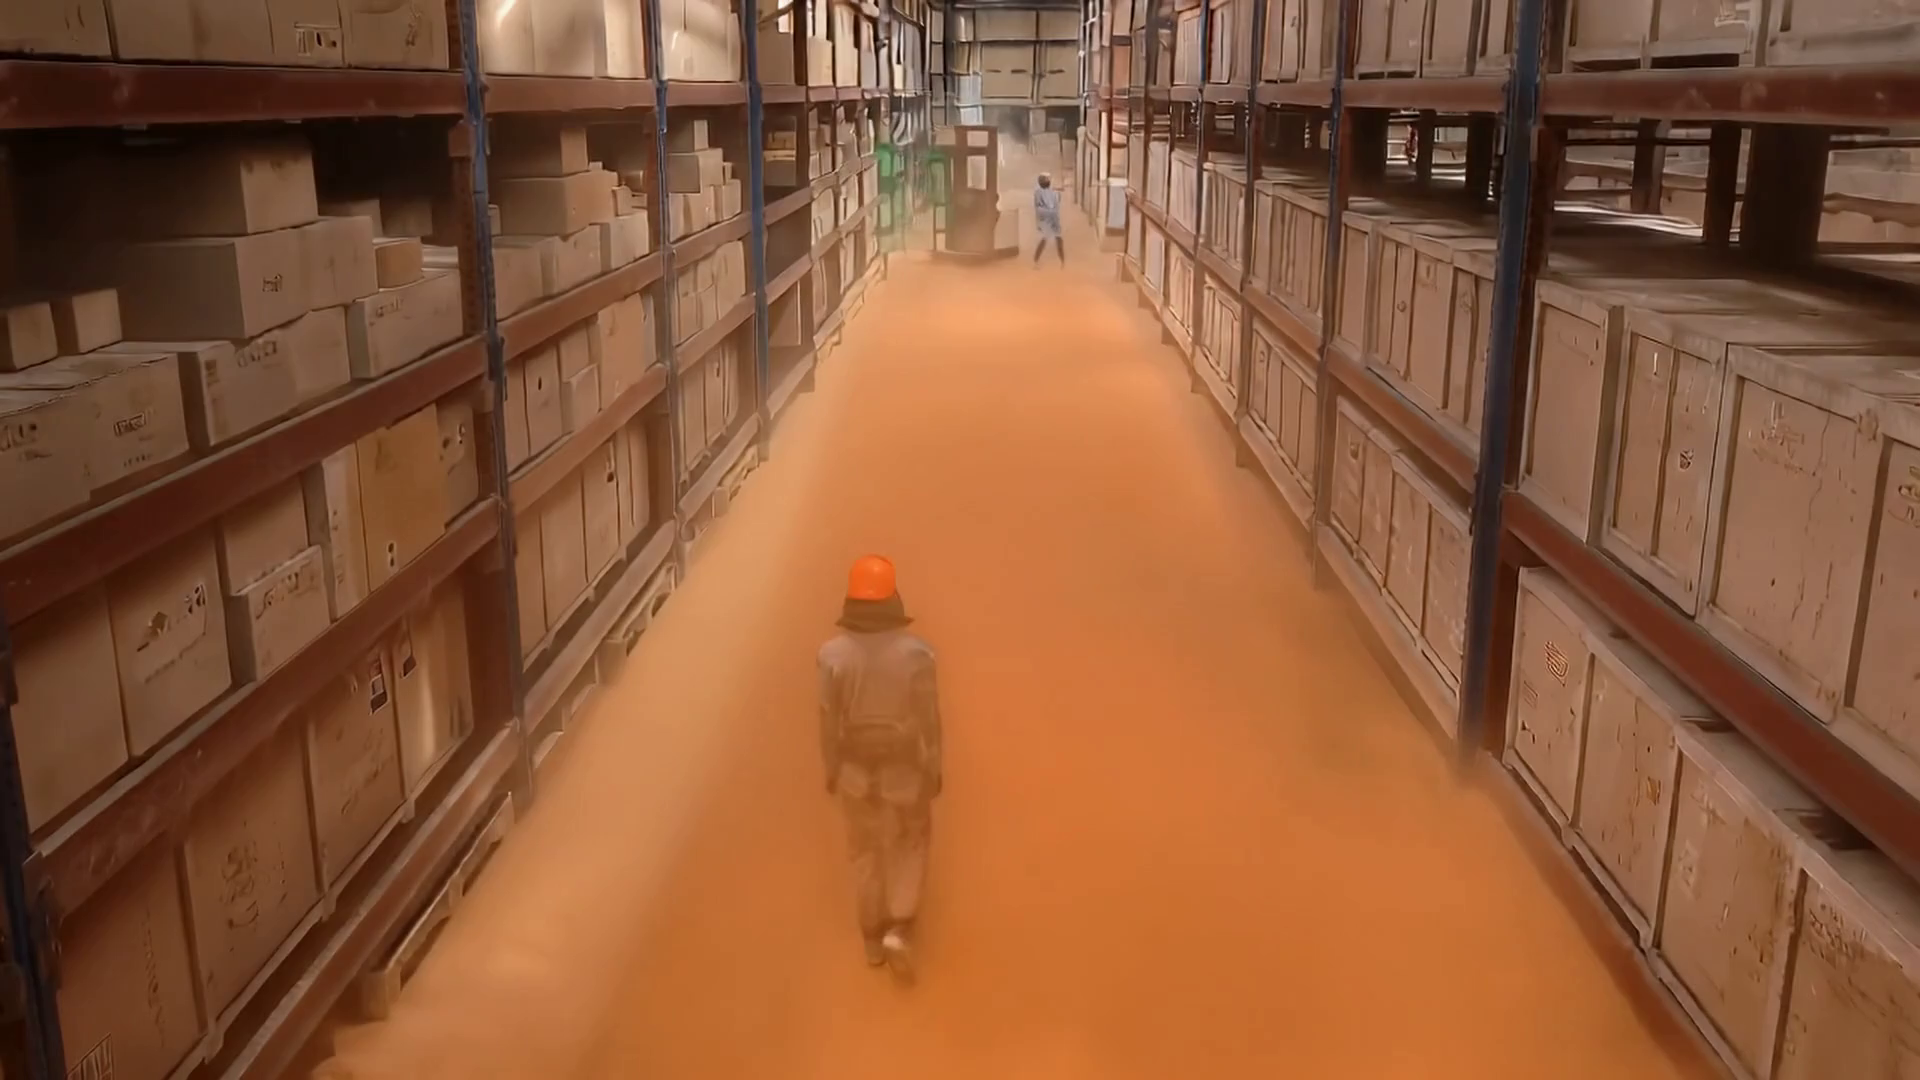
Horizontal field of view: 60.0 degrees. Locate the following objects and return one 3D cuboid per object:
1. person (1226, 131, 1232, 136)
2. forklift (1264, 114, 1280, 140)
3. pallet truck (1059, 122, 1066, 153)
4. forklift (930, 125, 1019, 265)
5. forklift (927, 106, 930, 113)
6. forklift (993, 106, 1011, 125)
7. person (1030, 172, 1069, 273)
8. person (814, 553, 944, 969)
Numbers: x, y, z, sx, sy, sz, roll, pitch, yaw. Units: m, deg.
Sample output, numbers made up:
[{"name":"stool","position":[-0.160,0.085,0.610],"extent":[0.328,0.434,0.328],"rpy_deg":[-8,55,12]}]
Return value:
[{"name":"person","position":[11.289,-16.438,70.782],"extent":[0.803,1.915,0.640],"rpy_deg":[-1,15,-5]},{"name":"forklift","position":[11.022,-13.950,59.694],"extent":[1.129,2.768,1.873],"rpy_deg":[0,15,2]},{"name":"pallet truck","position":[5.788,-21.111,88.014],"extent":[1.885,1.965,0.823],"rpy_deg":[5,16,18]},{"name":"forklift","position":[0.348,-7.231,34.696],"extent":[1.129,2.768,1.873],"rpy_deg":[10,18,32]},{"name":"forklift","position":[-2.001,-20.667,84.687],"extent":[1.129,2.768,1.873],"rpy_deg":[0,15,2]},{"name":"forklift","position":[2.094,-20.211,82.990],"extent":[1.129,2.768,1.873],"rpy_deg":[2,15,6]},{"name":"person","position":[1.767,-6.276,32.887],"extent":[0.652,1.975,0.655],"rpy_deg":[-8,17,-28]},{"name":"person","position":[-0.322,0.905,6.592],"extent":[0.513,1.727,0.424],"rpy_deg":[1,15,3]}]
